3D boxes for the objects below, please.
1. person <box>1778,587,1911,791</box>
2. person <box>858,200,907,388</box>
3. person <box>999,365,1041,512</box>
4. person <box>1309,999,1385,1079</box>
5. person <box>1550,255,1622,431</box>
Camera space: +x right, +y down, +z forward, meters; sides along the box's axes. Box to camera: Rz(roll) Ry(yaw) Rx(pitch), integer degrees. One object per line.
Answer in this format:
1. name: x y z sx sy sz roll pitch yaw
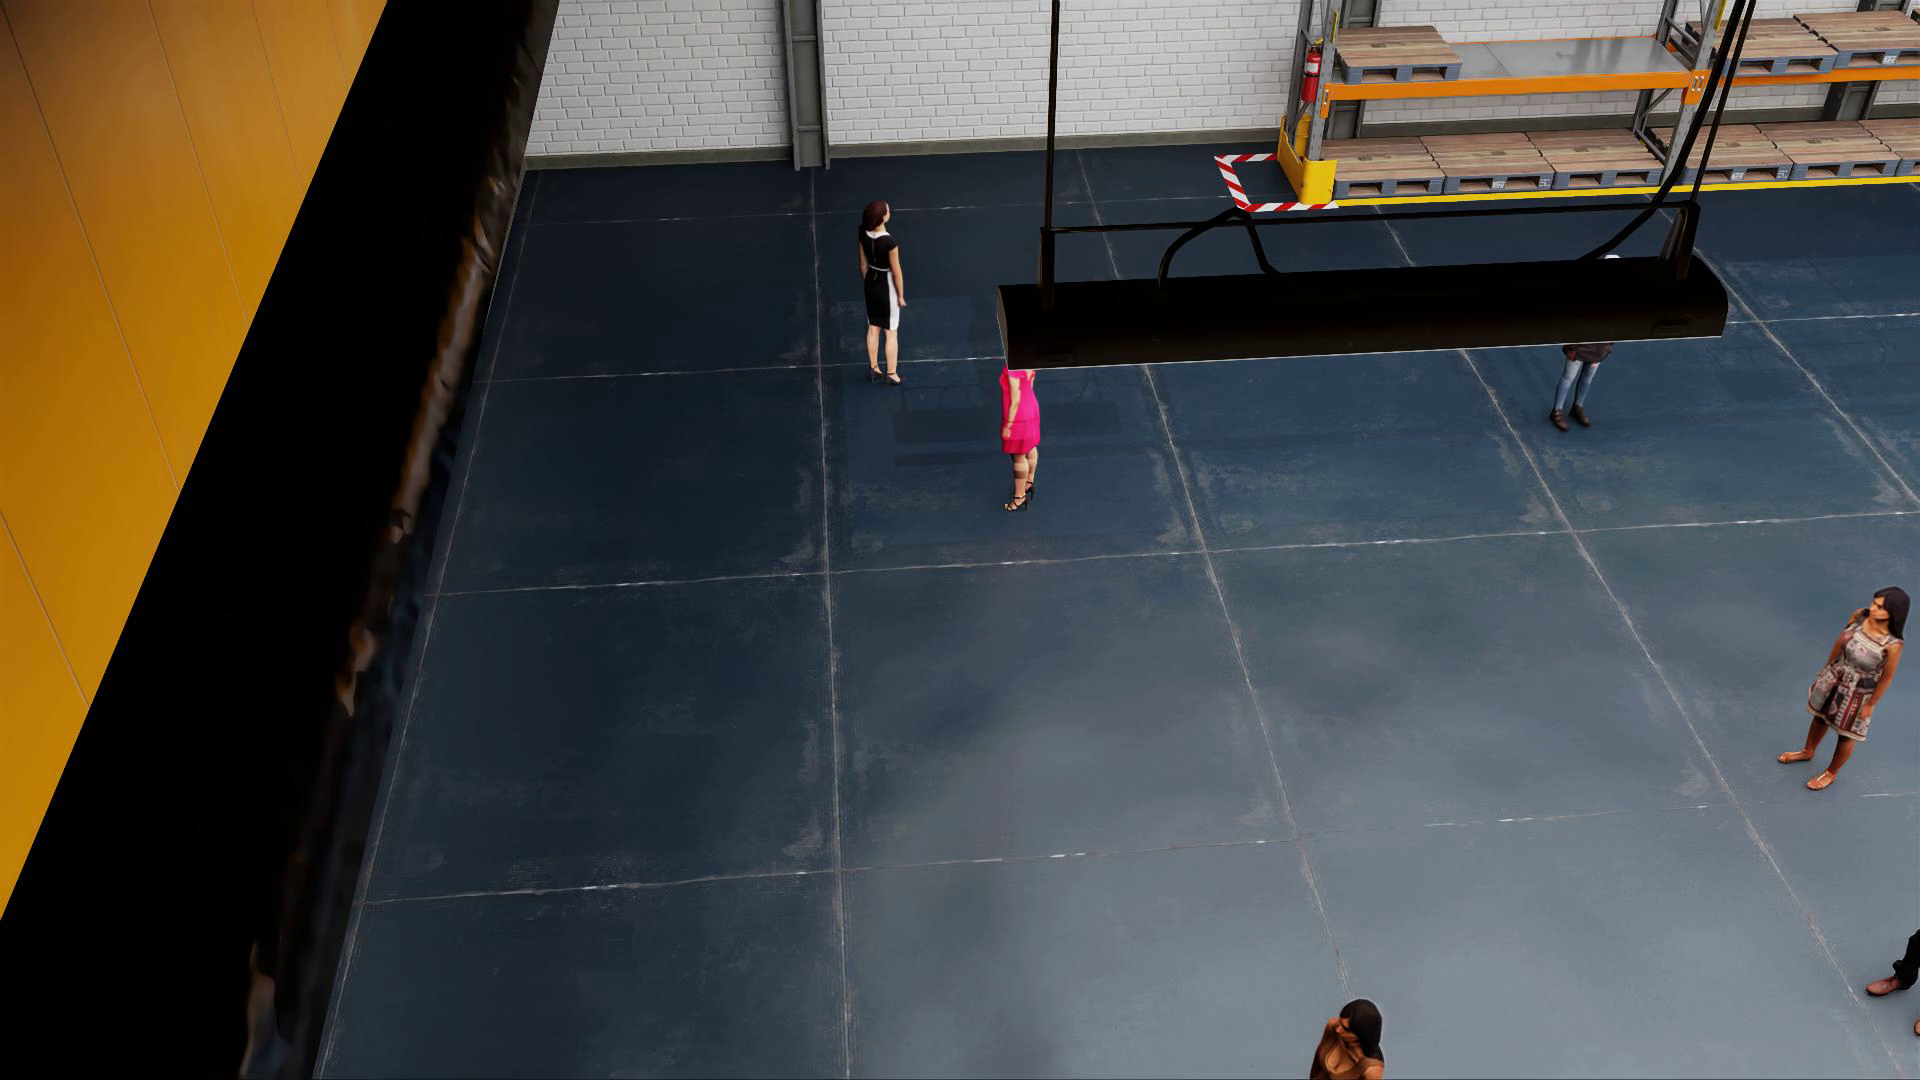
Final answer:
1. person: 5.811 0.944 10.821 0.601 1.645 0.694 -11 40 -13
2. person: -0.684 -2.151 14.575 0.622 1.796 0.703 24 44 27
3. person: 0.491 -0.992 13.178 0.690 1.729 0.661 18 42 21
4. person: 1.916 2.861 8.386 0.625 1.689 0.638 -18 42 -21
5. person: 5.350 -1.703 14.142 0.608 1.636 0.738 -11 40 -14
